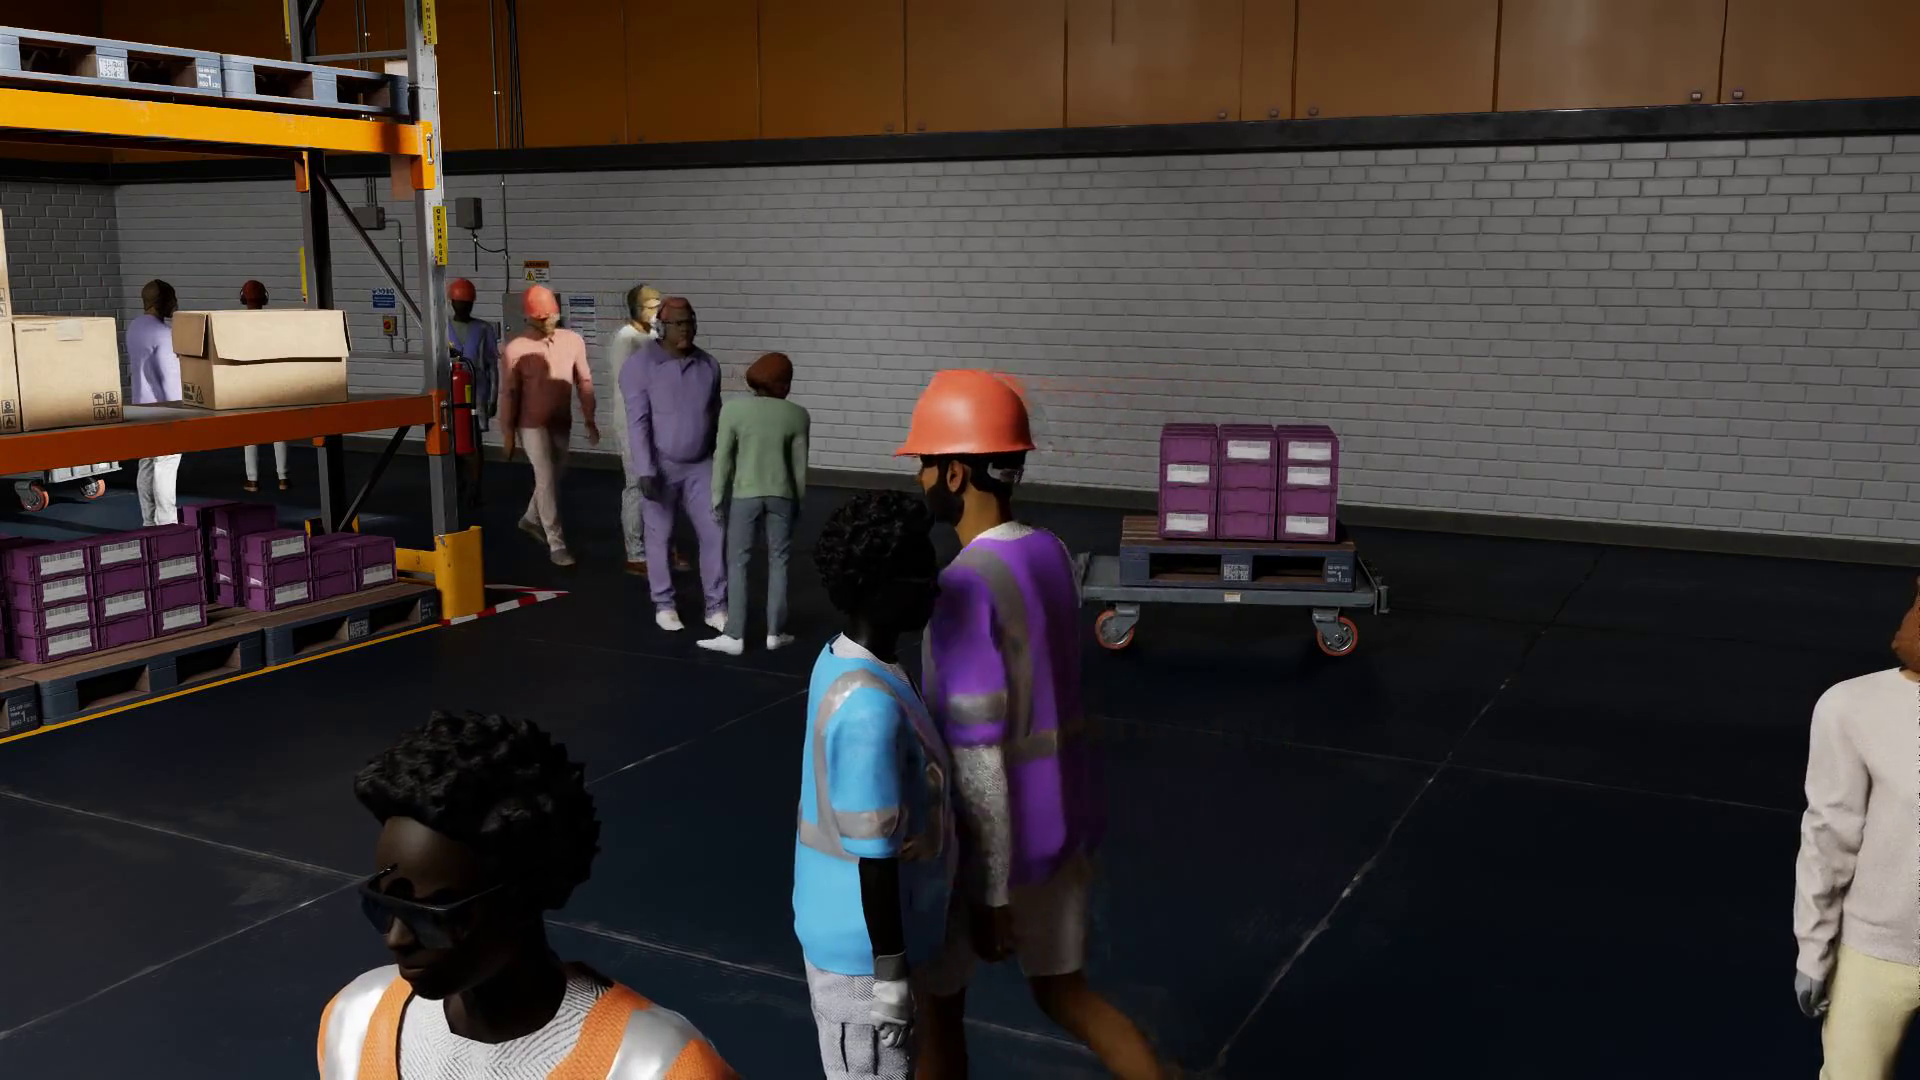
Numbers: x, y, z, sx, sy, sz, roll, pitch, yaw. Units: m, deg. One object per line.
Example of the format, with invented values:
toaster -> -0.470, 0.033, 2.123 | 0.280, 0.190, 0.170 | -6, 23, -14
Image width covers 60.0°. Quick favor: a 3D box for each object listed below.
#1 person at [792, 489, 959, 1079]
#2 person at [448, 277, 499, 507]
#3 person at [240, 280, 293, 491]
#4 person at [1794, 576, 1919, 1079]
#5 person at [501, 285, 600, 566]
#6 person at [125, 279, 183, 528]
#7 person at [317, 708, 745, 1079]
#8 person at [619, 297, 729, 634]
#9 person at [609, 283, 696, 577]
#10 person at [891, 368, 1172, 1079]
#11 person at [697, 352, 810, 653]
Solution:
person -> -0.159, 0.744, 3.160 | 0.316, 1.695, 0.542 | -1, 10, -8
person -> -4.169, -1.242, 14.002 | 0.573, 1.924, 0.493 | -3, 10, -15
person -> -6.263, -1.376, 14.892 | 0.585, 1.882, 0.344 | -5, 11, -28
person -> 1.820, 0.793, 3.099 | 0.495, 1.626, 0.285 | 3, 10, 19
person -> -2.952, -0.818, 11.586 | 0.962, 1.925, 0.667 | 9, 14, 44
person -> -5.930, -0.957, 12.338 | 0.627, 1.933, 0.355 | 8, 13, 39
person -> -0.447, 0.993, 1.757 | 0.536, 1.690, 0.322 | 4, 11, 24
person -> -1.505, -0.385, 9.183 | 0.651, 1.879, 0.769 | -6, 12, -33
person -> -1.974, -0.696, 10.821 | 0.571, 1.926, 0.662 | 2, 10, 14
person -> 0.182, 0.597, 3.442 | 0.908, 1.904, 0.557 | 5, 11, 27
person -> -1.118, -0.199, 8.918 | 0.656, 1.595, 0.383 | -4, 10, -20
